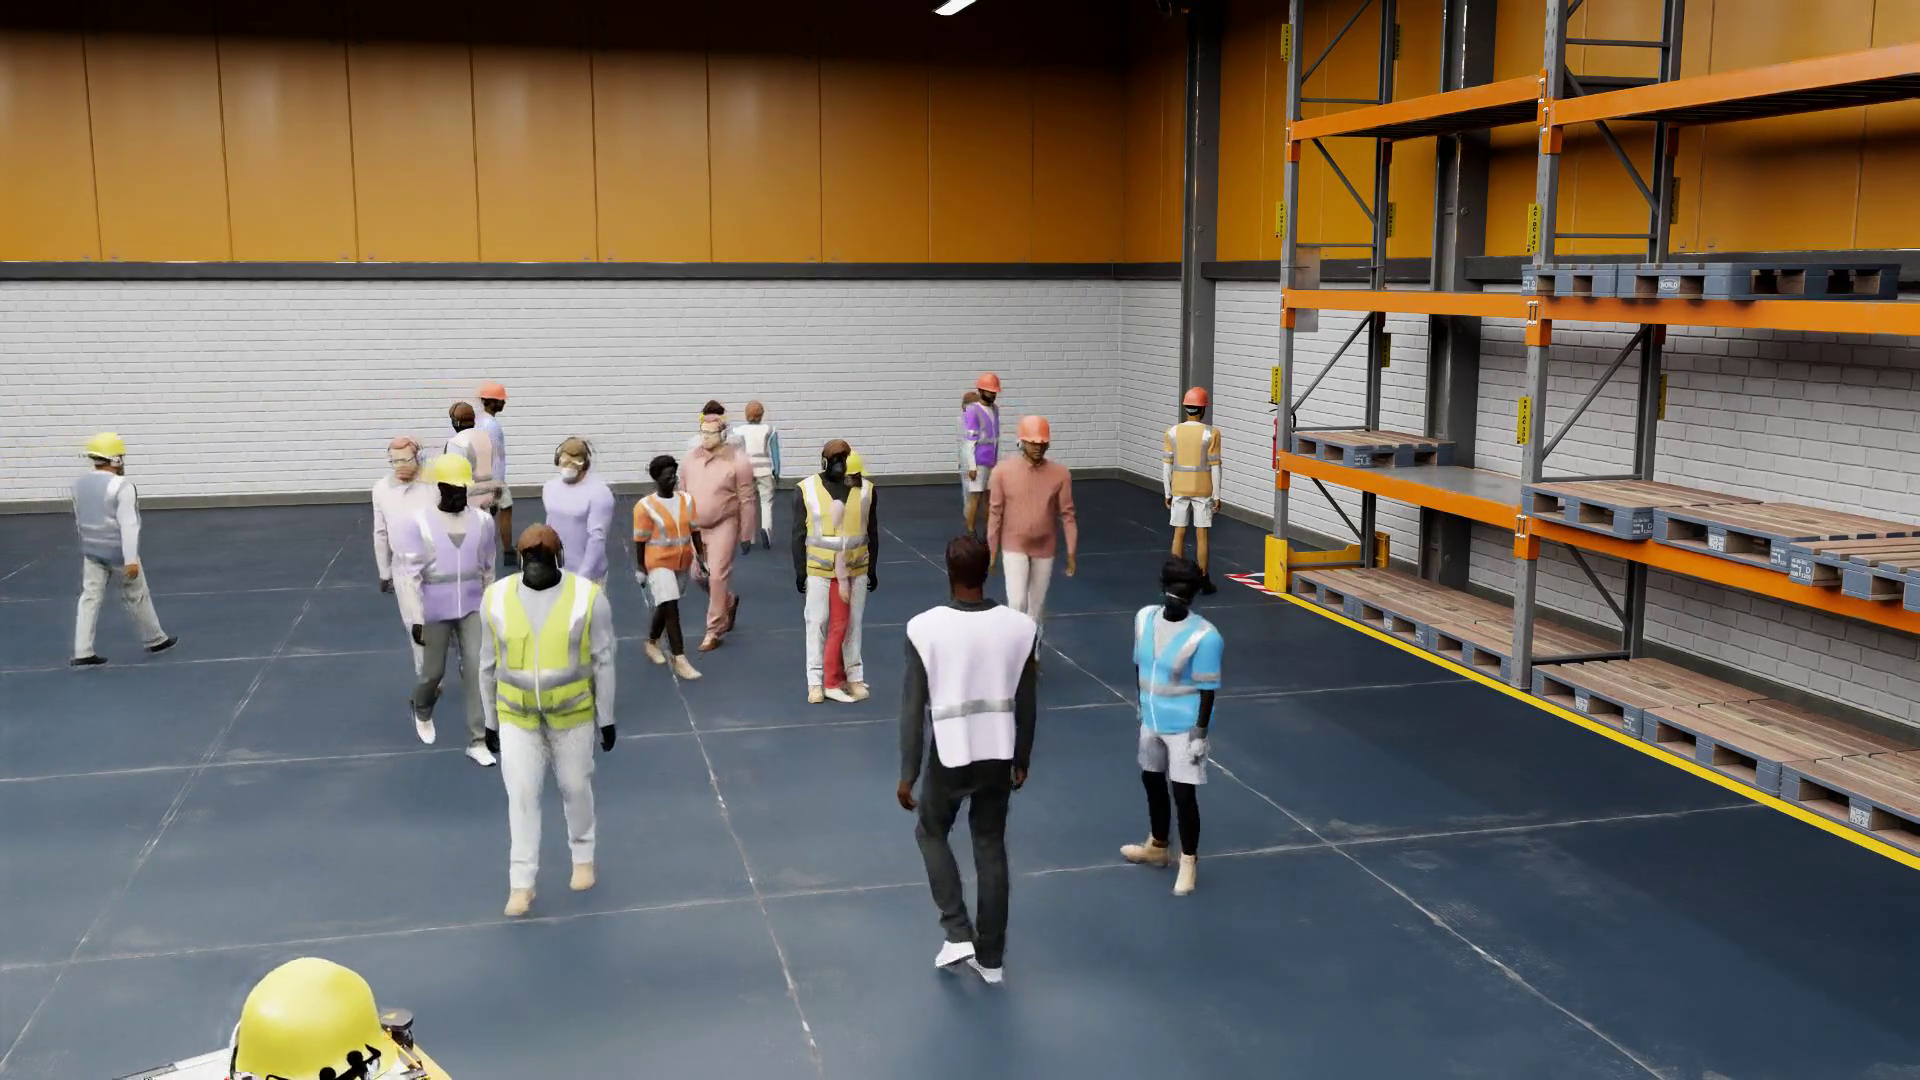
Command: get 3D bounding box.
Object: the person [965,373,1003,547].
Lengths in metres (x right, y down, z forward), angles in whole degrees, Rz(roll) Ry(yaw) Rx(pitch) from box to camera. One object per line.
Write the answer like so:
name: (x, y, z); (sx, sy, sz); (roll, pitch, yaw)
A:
person: (0.283, -0.850, 18.048); (0.449, 1.919, 0.558); (6, 11, 33)

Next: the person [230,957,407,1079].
person: (-1.125, 1.607, 2.986); (0.442, 1.812, 0.615); (4, 10, 23)

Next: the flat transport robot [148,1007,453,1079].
flat transport robot: (-2.476, 1.953, 5.638); (1.431, 0.197, 0.652); (-7, 12, -38)

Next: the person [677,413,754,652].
person: (-1.966, -0.094, 13.420); (0.646, 1.885, 0.819); (4, 10, 23)

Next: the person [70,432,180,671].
person: (-6.445, 0.071, 12.684); (0.612, 1.783, 0.919); (3, 10, 18)

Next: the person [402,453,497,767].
person: (-3.140, 0.400, 10.253); (0.587, 1.902, 0.856); (-6, 11, -34)

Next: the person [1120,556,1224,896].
person: (1.008, 0.869, 8.053); (0.386, 1.662, 0.676); (-7, 11, -36)

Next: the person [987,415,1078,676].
person: (0.541, 0.084, 12.040); (0.653, 1.954, 0.896); (-1, 9, -8)

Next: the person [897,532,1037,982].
person: (0.030, 0.923, 7.012); (0.666, 1.894, 0.459); (-4, 10, -21)

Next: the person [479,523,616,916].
person: (-1.961, 0.818, 7.904); (0.637, 1.842, 0.505); (-1, 9, -4)

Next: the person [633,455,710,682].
person: (-2.184, 0.177, 12.405); (0.864, 1.655, 0.529); (8, 12, 41)

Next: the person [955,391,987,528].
person: (0.198, -0.970, 19.759); (0.498, 1.608, 0.666); (3, 9, 17)

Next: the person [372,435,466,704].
person: (-3.743, 0.189, 11.655); (0.687, 1.876, 0.562); (1, 9, 8)

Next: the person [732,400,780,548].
person: (-2.219, -0.709, 18.058); (0.536, 1.621, 0.663); (-1, 9, -6)

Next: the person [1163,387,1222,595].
person: (2.174, -0.457, 15.494); (0.551, 1.934, 0.373); (4, 10, 24)

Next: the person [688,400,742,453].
person: (-2.237, -0.381, 15.415); (0.533, 1.822, 0.989); (0, 9, 3)

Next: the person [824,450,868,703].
person: (-0.799, 0.239, 11.688); (0.321, 1.767, 0.530); (1, 9, 5)

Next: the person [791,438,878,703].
person: (-0.860, 0.211, 11.625); (0.627, 1.845, 0.429); (-3, 10, -18)

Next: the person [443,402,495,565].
person: (-4.423, -0.320, 14.949); (0.429, 1.839, 0.633); (2, 9, 15)

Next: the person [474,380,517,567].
person: (-4.771, -0.660, 16.814); (0.748, 1.918, 0.583); (-6, 11, -35)

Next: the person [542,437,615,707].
person: (-2.636, 0.263, 11.129); (0.630, 1.892, 0.880); (5, 10, 29)
